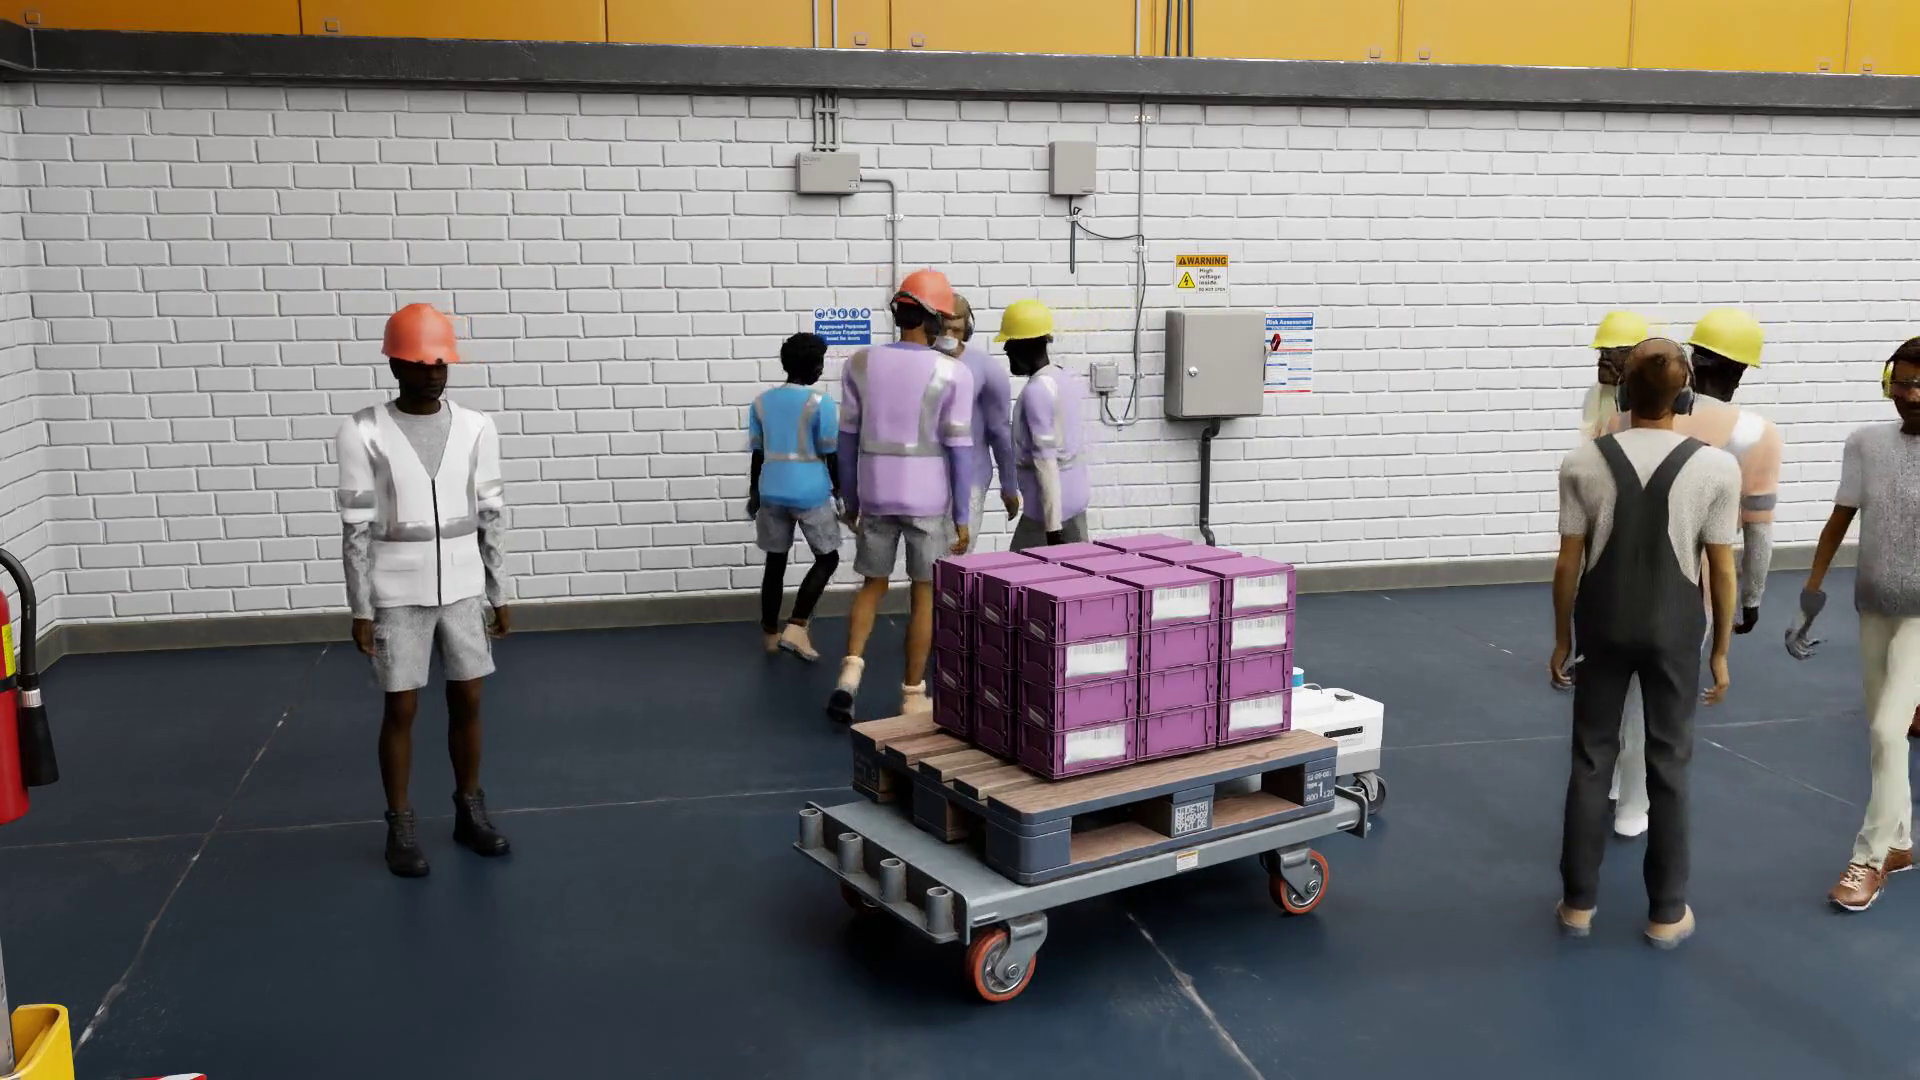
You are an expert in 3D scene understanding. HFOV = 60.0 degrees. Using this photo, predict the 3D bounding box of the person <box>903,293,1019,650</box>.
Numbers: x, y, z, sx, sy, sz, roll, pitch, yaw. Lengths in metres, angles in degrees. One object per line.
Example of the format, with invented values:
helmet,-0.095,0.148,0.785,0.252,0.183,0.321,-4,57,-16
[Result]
person,-0.030,-0.281,8.247,0.718,1.891,0.605,7,13,35

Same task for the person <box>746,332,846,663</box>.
person,-0.844,-0.205,8.374,0.601,1.679,0.366,7,12,33

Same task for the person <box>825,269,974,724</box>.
person,-0.267,-0.156,7.214,0.643,2.007,0.685,4,11,20

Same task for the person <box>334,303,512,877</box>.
person,-1.783,0.171,5.603,0.549,1.927,0.397,-7,13,-36

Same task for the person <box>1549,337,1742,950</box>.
person,2.053,0.316,5.026,0.514,1.842,0.327,5,11,26

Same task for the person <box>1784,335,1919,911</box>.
person,2.962,0.259,5.363,0.758,1.837,0.559,-6,12,-28

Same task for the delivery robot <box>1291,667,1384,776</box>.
delivery robot,1.212,0.712,6.143,0.707,0.478,0.477,-5,11,-27

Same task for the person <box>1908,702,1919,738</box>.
person,4.433,-0.047,6.980,0.904,1.876,0.656,4,11,21

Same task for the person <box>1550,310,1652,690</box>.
person,3.180,-0.180,7.862,0.653,1.811,0.602,-4,11,-23

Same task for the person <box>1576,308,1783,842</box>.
person,2.582,0.126,5.941,0.622,1.889,0.677,8,13,39

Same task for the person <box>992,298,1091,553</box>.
person,0.469,-0.185,7.770,0.981,1.877,0.634,5,11,25
